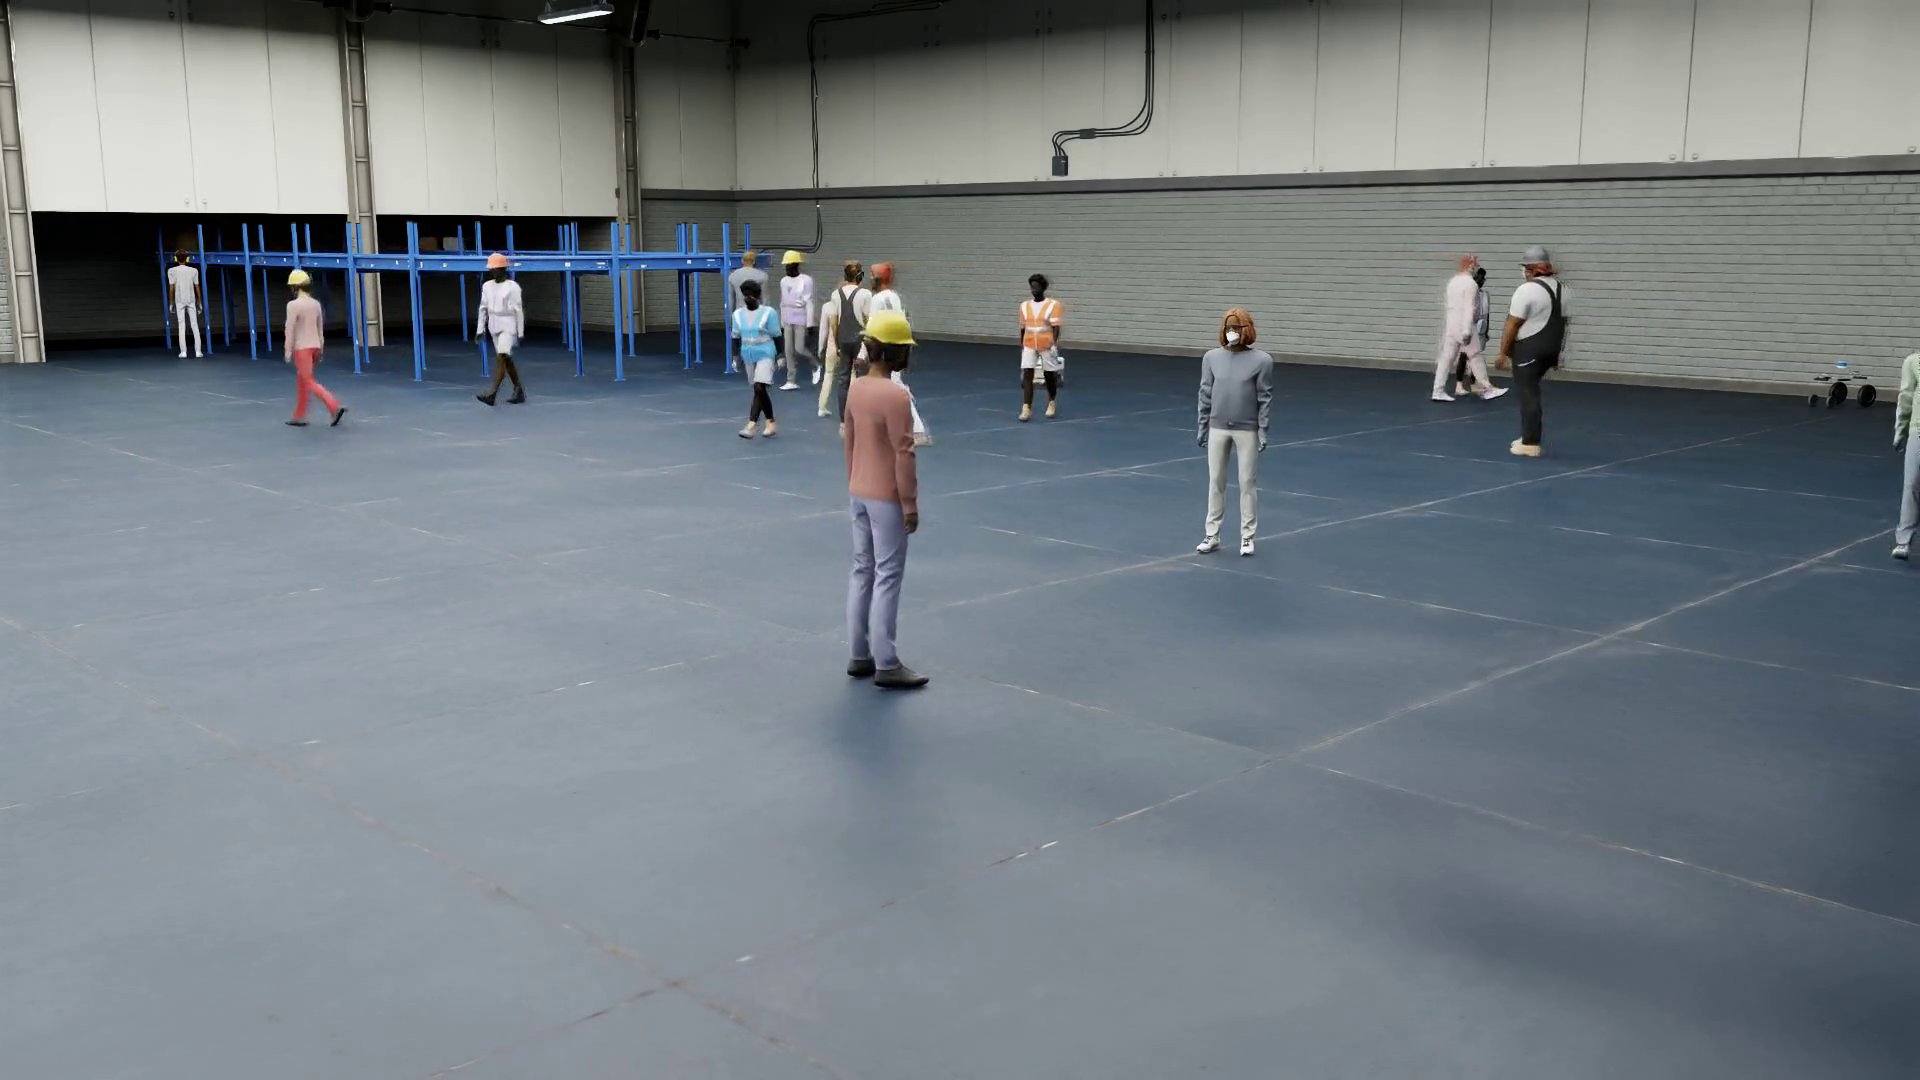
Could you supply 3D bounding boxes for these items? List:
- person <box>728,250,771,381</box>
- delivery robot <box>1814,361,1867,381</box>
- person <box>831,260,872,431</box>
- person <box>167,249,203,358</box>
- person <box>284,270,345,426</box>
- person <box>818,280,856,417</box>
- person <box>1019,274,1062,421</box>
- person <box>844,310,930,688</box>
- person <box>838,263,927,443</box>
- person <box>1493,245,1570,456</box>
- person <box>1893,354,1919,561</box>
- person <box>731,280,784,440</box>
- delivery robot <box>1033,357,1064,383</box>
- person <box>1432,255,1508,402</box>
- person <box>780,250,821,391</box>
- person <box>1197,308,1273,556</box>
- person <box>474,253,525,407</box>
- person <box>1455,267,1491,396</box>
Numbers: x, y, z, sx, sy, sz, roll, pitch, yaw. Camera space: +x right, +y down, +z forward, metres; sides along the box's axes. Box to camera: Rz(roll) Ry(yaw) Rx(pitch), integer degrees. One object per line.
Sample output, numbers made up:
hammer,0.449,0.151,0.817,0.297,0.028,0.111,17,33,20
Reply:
person,-3.038,-3.324,24.528,0.653,1.902,0.661,3,11,17
delivery robot,11.001,-2.113,20.757,0.698,0.223,0.335,-4,11,-22
person,-1.141,-2.097,17.995,0.506,1.847,0.343,5,11,24
person,-13.467,-4.111,28.913,0.532,1.869,0.310,-6,12,-29
person,-7.197,-2.119,18.413,0.805,1.736,0.531,3,11,15
person,-1.367,-2.226,19.373,0.583,1.600,0.341,1,10,7
person,0.919,-2.226,19.157,0.536,1.671,0.730,4,11,21
person,-0.346,-0.198,7.863,0.331,1.765,0.533,-7,12,-32
person,-0.760,-1.878,16.862,1.004,1.837,0.593,3,11,14
person,5.469,-1.828,16.113,0.694,2.000,0.638,-8,13,-39
person,6.296,-0.645,10.703,0.526,1.602,0.688,7,12,33
person,-2.127,-1.856,17.206,0.539,1.637,0.832,5,12,26
delivery robot,1.194,-2.439,23.243,0.477,0.478,0.707,4,11,23
person,6.465,-2.674,21.094,0.975,1.853,0.676,-2,11,-11
person,-2.214,-3.013,22.816,0.599,1.906,0.588,8,13,38
person,1.822,-0.722,11.077,0.500,1.633,0.285,5,11,24
person,-5.751,-2.618,20.726,0.555,1.881,1.004,5,12,27
person,6.811,-2.766,22.073,0.530,1.689,0.322,-5,12,-27
